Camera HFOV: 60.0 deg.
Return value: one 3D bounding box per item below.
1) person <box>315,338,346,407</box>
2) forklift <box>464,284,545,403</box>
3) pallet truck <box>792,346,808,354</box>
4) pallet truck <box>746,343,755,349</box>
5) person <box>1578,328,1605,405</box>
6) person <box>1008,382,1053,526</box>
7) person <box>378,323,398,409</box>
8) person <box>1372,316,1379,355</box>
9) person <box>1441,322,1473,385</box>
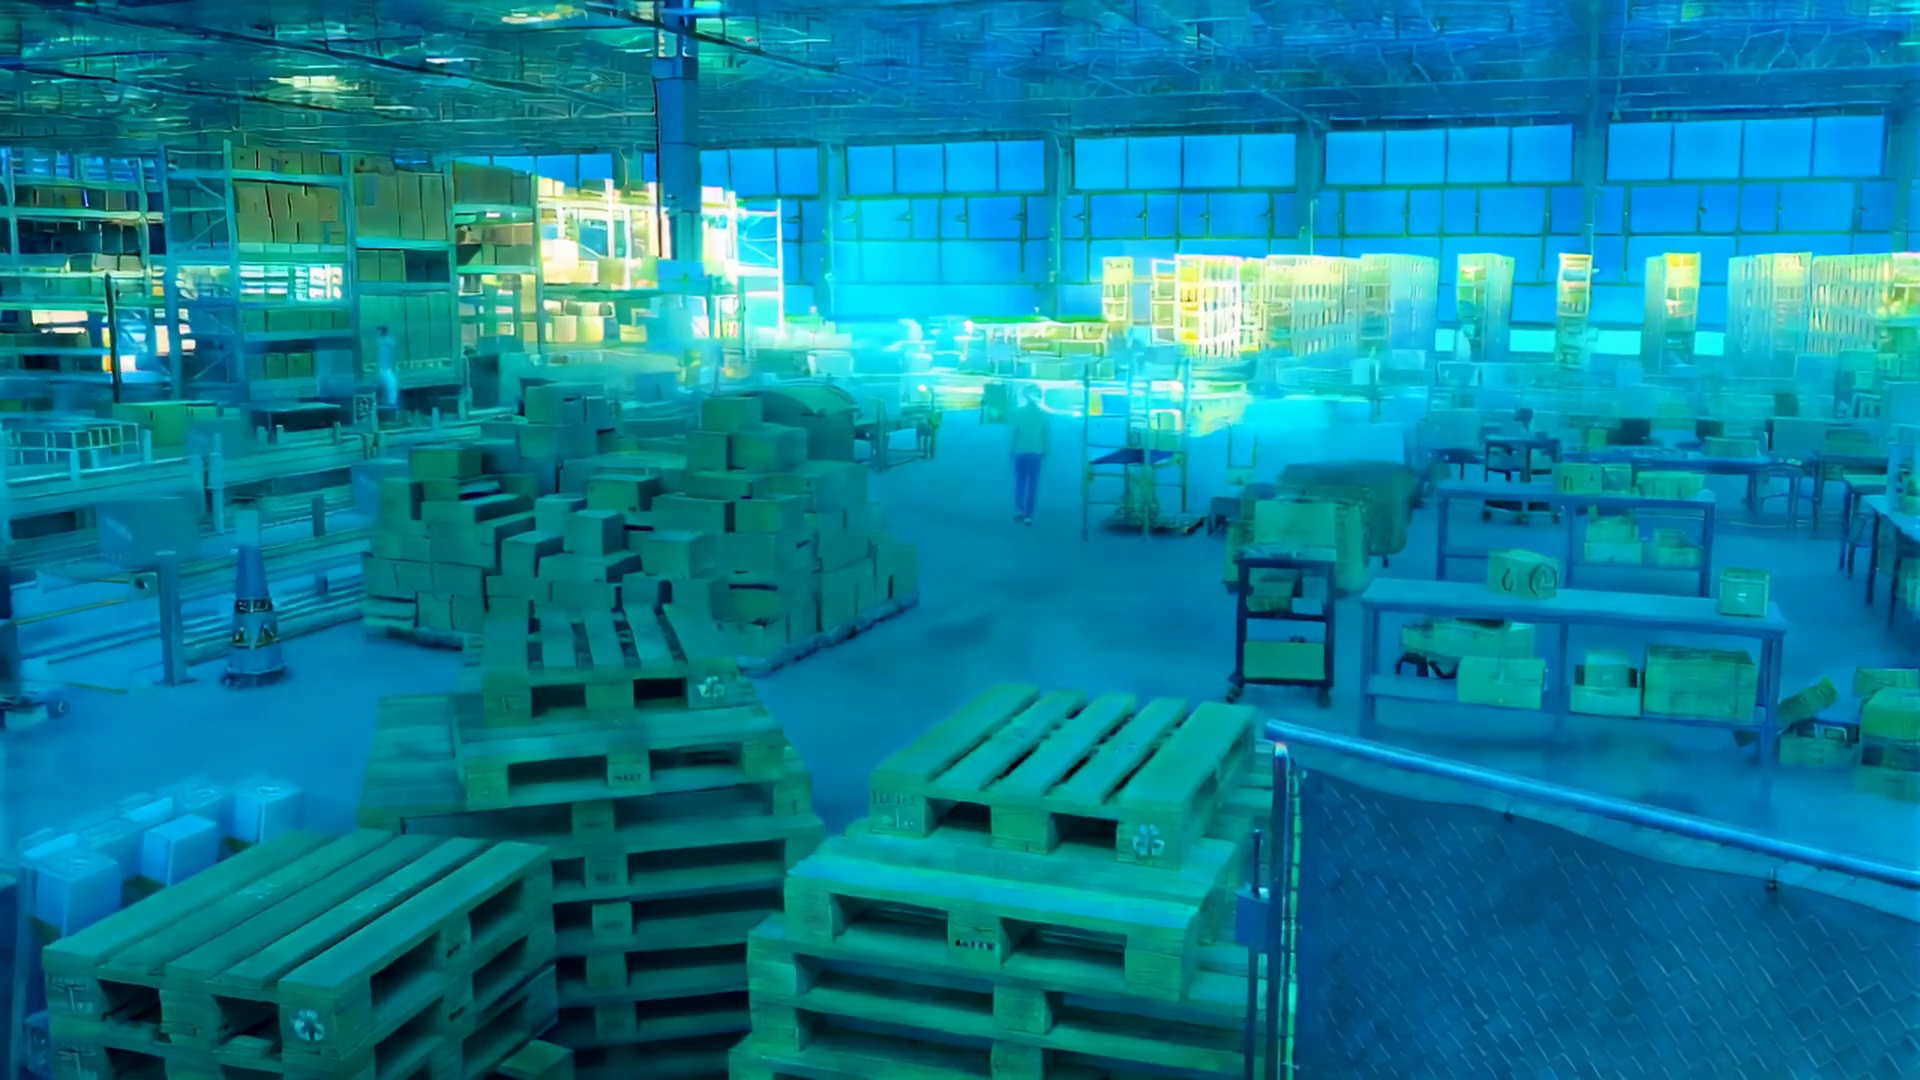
[{"bbox_3d":[-14.439,-3.798,37.923,0.499,1.605,0.715,6,11,33],"label":"person"},{"bbox_3d":[-10.832,-4.702,39.610,1.129,2.768,1.873,3,10,20],"label":"forklift"},{"bbox_3d":[-3.705,-4.298,42.022,0.653,1.274,1.630,3,10,20],"label":"pallet truck"},{"bbox_3d":[-6.183,-4.618,44.264,1.601,1.201,0.680,-9,12,-43],"label":"pallet truck"},{"bbox_3d":[14.765,-4.019,38.659,0.725,1.808,0.627,3,10,19],"label":"person"},{"bbox_3d":[0.873,-1.068,20.385,0.525,1.729,0.847,2,9,12],"label":"person"},{"bbox_3d":[-13.054,-3.960,37.903,0.631,1.940,0.372,9,13,44],"label":"person"},{"bbox_3d":[13.124,-6.332,52.671,0.403,1.986,0.608,3,10,19],"label":"person"},{"bbox_3d":[12.552,-4.530,41.665,0.808,1.884,0.643,6,11,32],"label":"person"}]
